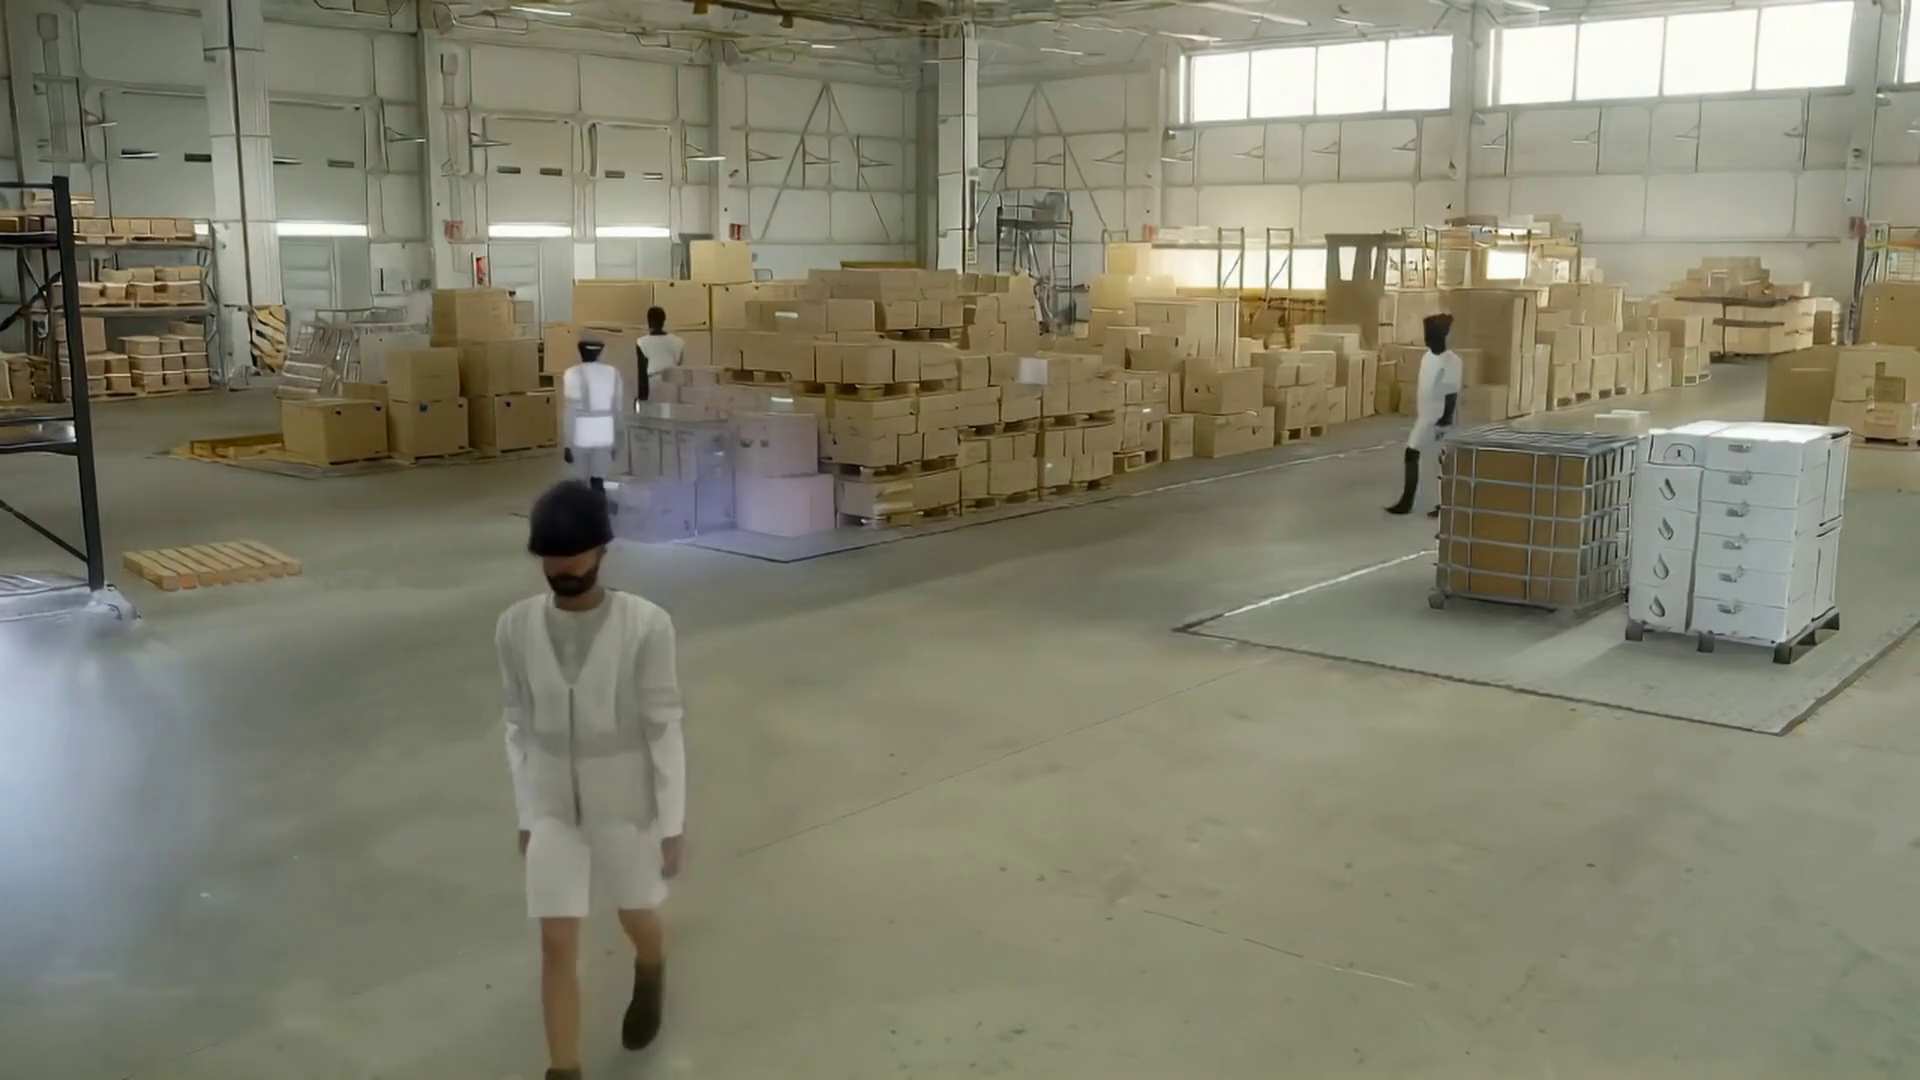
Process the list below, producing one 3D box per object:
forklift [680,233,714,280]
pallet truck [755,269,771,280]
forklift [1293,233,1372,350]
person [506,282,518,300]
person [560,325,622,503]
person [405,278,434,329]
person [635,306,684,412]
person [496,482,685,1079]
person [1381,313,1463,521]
[{"bbox_3d":[-5.114,-4.592,32.538,1.873,2.768,1.129,3,10,14],"label":"forklift"},{"bbox_3d":[-4.996,-6.432,45.525,1.885,1.965,0.823,-6,12,-32],"label":"pallet truck"},{"bbox_3d":[7.468,-4.541,32.247,1.873,2.768,1.129,-7,12,-34],"label":"forklift"},{"bbox_3d":[-12.221,-6.209,45.286,0.534,1.629,0.418,8,13,39],"label":"person"},{"bbox_3d":[-3.096,-0.837,13.916,0.407,1.905,0.585,9,13,41],"label":"person"},{"bbox_3d":[-11.624,-4.687,35.868,0.516,1.897,0.651,5,11,26],"label":"person"},{"bbox_3d":[-3.276,-1.598,18.235,0.598,1.915,0.375,-9,13,-41],"label":"person"},{"bbox_3d":[-1.068,0.746,4.947,0.554,1.904,0.935,1,10,3],"label":"person"},{"bbox_3d":[4.315,-1.125,15.459,0.832,1.937,0.646,-3,10,-16],"label":"person"}]
